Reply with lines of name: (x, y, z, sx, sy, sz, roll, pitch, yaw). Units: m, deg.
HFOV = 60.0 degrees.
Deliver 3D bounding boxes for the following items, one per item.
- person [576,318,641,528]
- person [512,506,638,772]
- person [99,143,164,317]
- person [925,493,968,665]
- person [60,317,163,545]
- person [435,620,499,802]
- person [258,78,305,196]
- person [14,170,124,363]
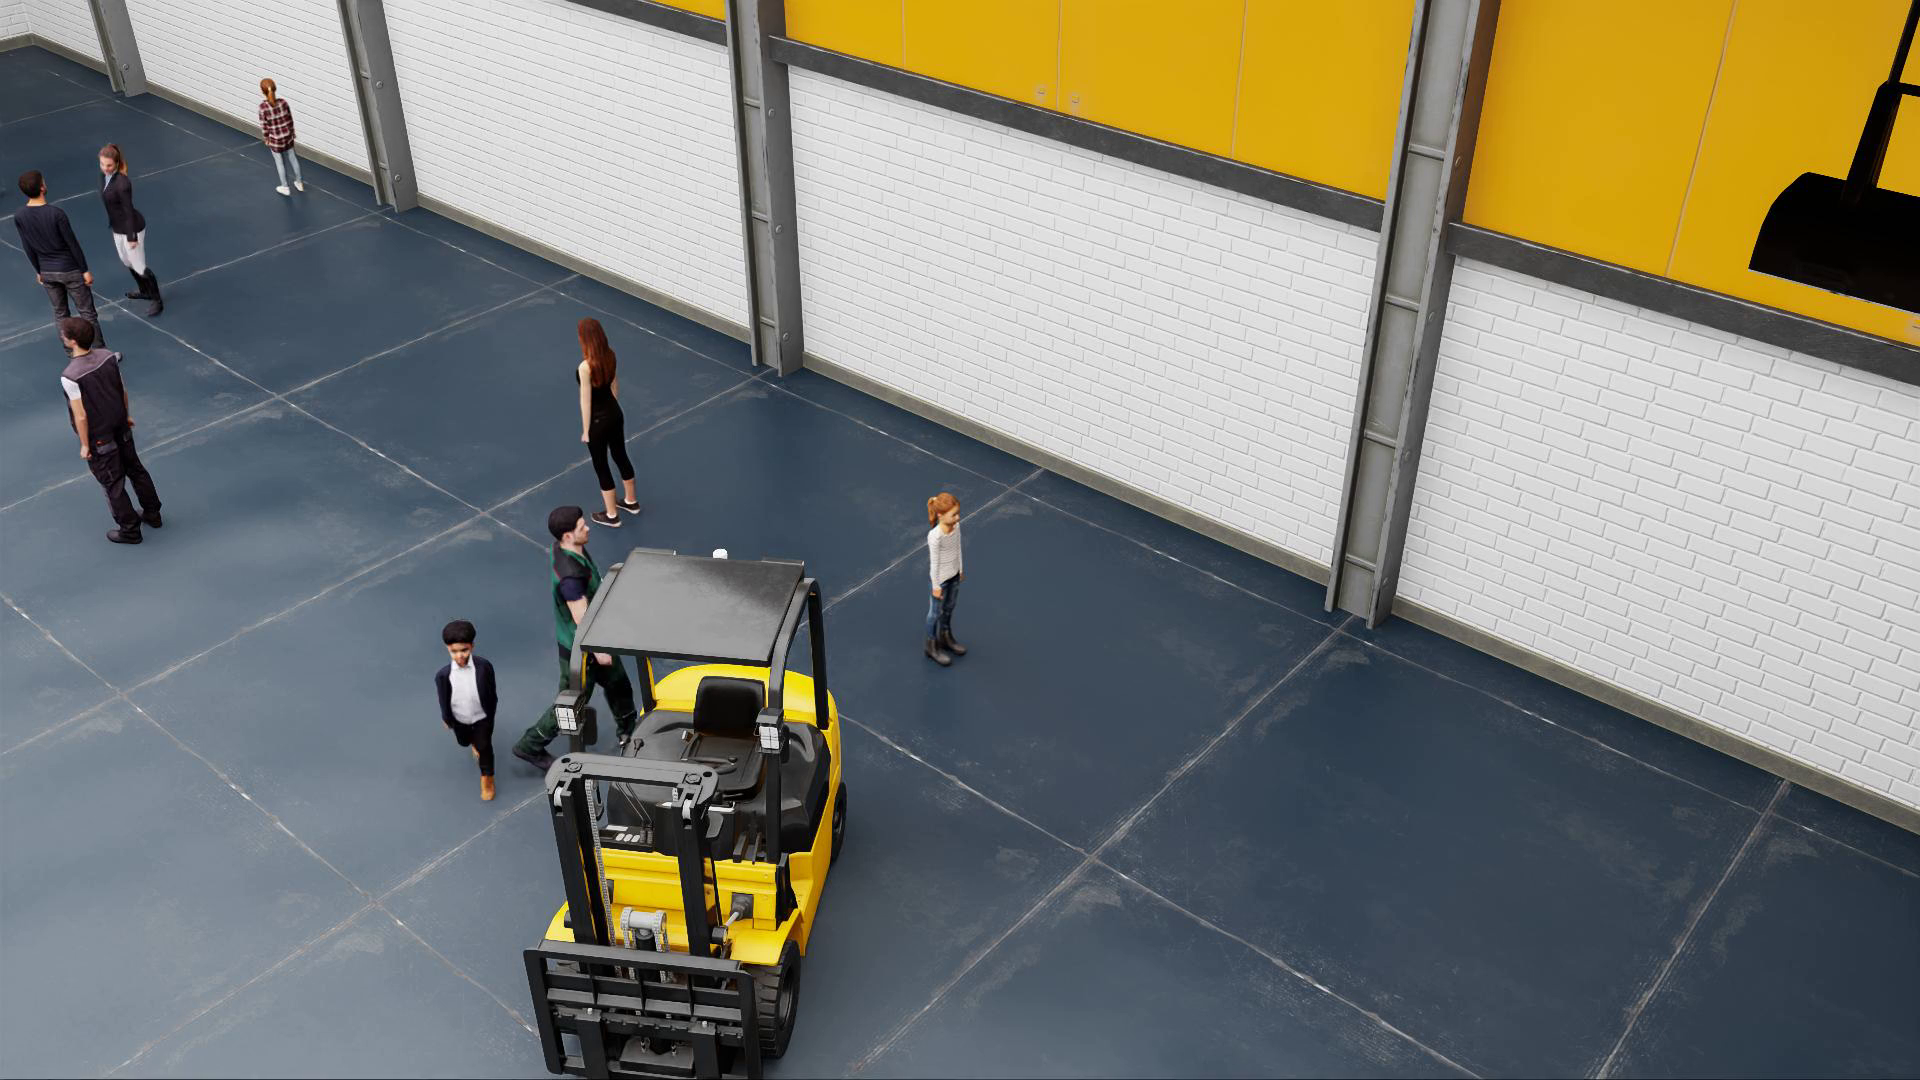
person: (-2.727, -0.909, 12.757, 0.599, 1.724, 0.608, 14, 36, 20)
person: (-2.426, 0.649, 10.283, 1.222, 1.869, 1.236, -6, 34, -9)
person: (-7.911, -2.947, 15.831, 0.870, 1.715, 0.485, -22, 39, -29)
person: (-0.115, 0.248, 11.388, 0.501, 1.313, 0.477, 22, 39, 29)
person: (-6.430, -0.832, 12.529, 0.689, 1.848, 0.731, 12, 35, 17)
person: (-3.055, 1.004, 10.340, 0.765, 1.214, 0.866, -8, 34, -12)
person: (-7.589, -4.514, 18.559, 0.546, 1.306, 0.550, -28, 43, -35)
person: (-8.028, -2.391, 14.856, 0.698, 1.870, 0.776, 0, 34, 0)
